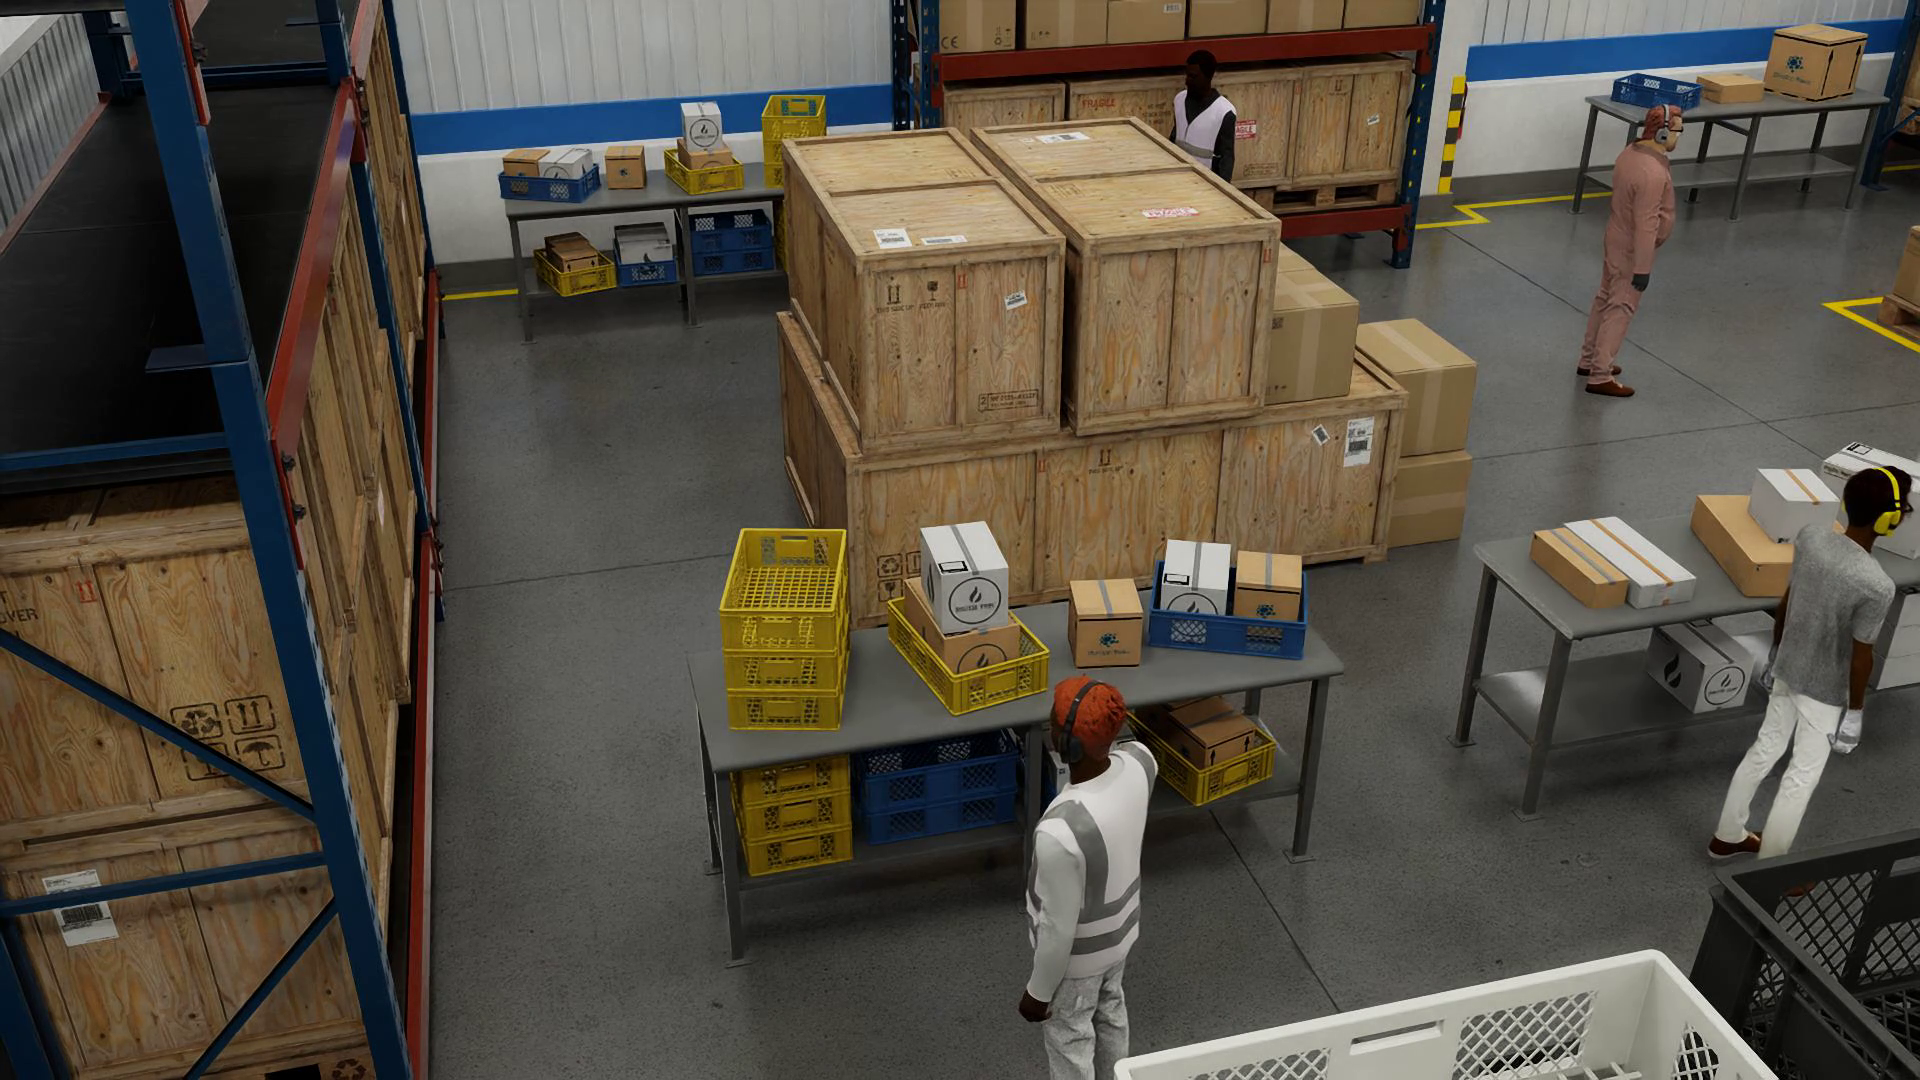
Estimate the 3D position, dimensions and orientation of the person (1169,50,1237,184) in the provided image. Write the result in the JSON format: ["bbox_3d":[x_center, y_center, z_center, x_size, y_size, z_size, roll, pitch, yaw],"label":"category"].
[{"bbox_3d":[1.732,-2.596,12.104,0.375,1.917,0.597,-20,34,-31],"label":"person"}]

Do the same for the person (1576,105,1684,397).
[{"bbox_3d":[4.396,-1.877,10.821,0.401,1.900,0.639,4,29,7],"label":"person"}]

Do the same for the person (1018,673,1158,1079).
[{"bbox_3d":[0.375,1.234,5.189,0.347,1.882,0.584,17,33,28],"label":"person"}]

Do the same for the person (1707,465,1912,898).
[{"bbox_3d":[3.306,0.561,6.436,0.316,1.861,0.516,-6,29,-10],"label":"person"}]
